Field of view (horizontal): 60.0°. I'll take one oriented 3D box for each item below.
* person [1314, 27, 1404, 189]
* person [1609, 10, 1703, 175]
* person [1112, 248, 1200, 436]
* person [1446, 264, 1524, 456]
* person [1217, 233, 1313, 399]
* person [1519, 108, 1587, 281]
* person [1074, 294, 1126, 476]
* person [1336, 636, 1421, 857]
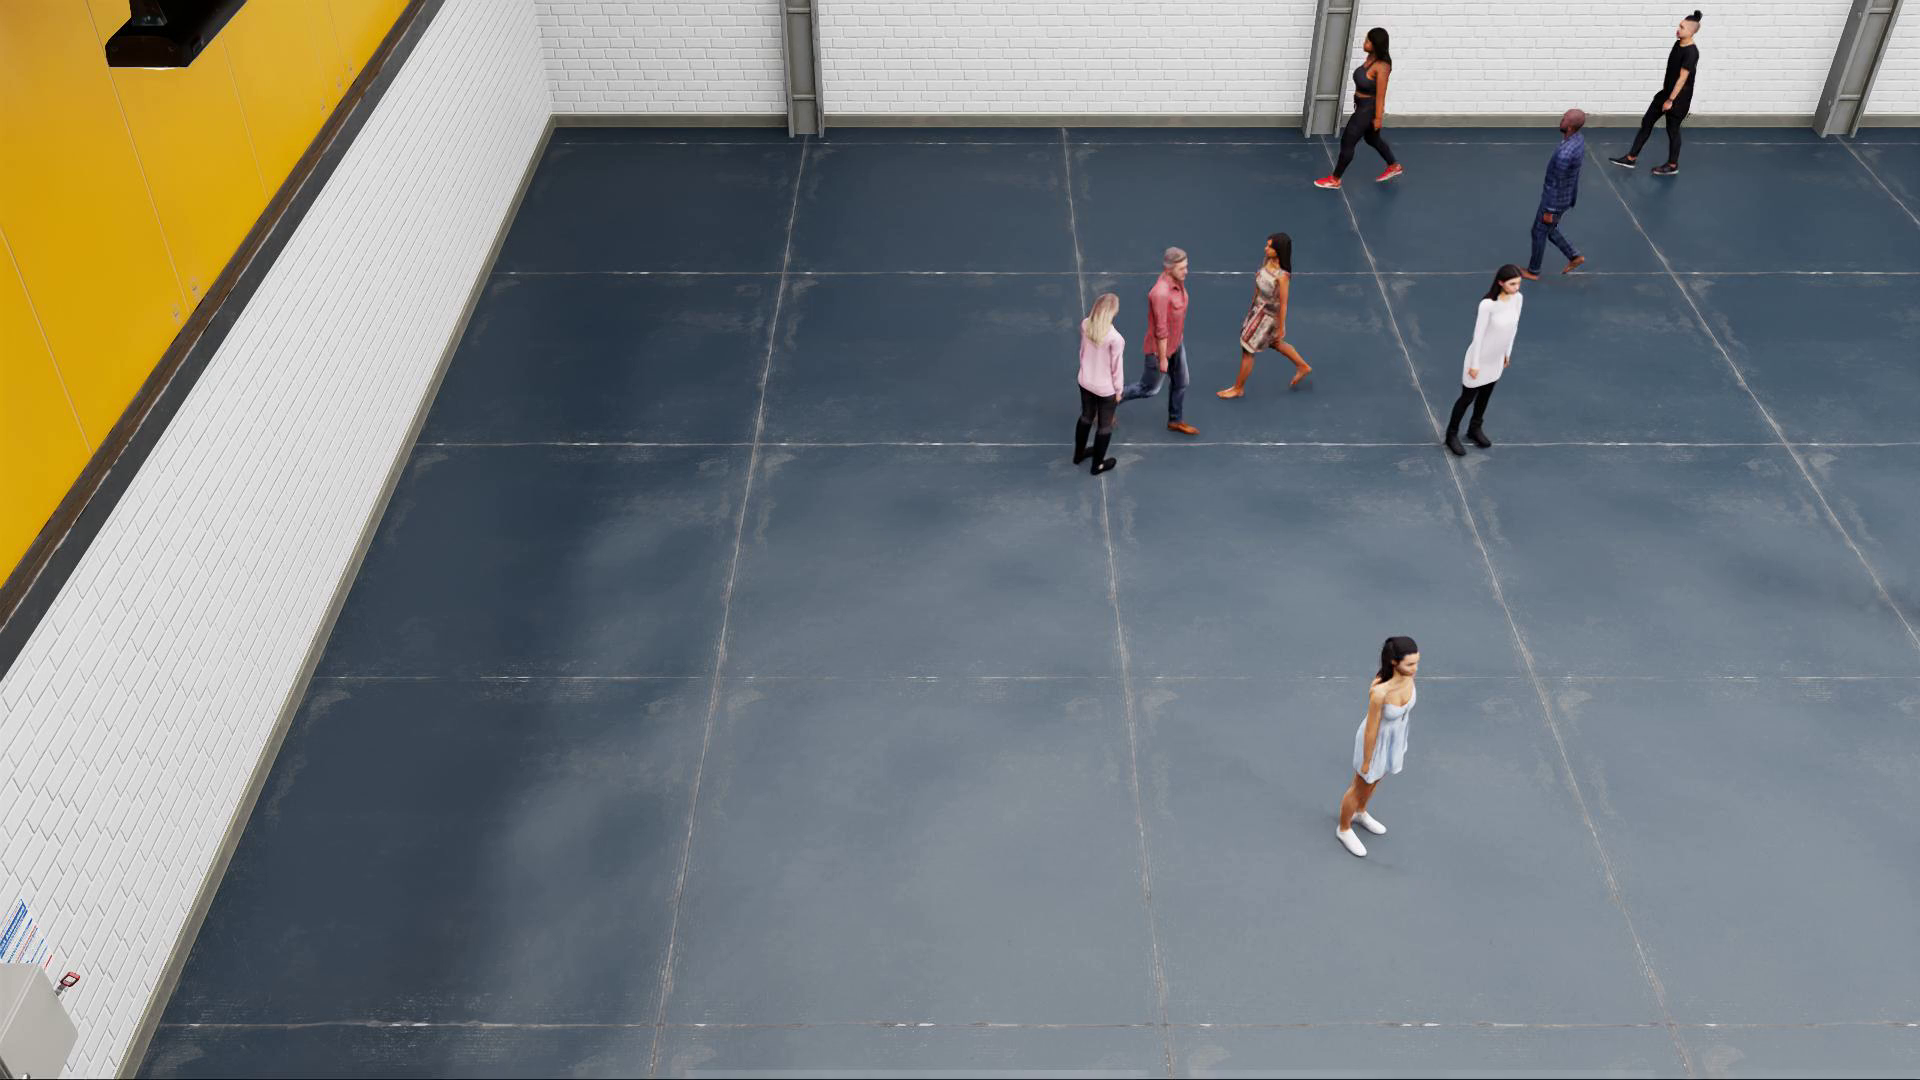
[{"bbox_3d":[4.457,-4.590,17.789,1.195,1.777,0.682,0,39,0],"label":"person"},{"bbox_3d":[7.829,-4.818,18.028,0.969,1.836,0.708,0,39,1],"label":"person"},{"bbox_3d":[1.628,-1.665,14.110,1.232,1.799,0.989,16,41,19],"label":"person"},{"bbox_3d":[4.411,-1.534,13.942,0.599,1.803,0.731,-16,41,-19],"label":"person"},{"bbox_3d":[2.800,-1.974,14.648,1.153,1.610,0.724,-5,39,-7],"label":"person"},{"bbox_3d":[5.885,-3.311,16.167,1.031,1.803,0.899,18,42,22],"label":"person"},{"bbox_3d":[1.138,-1.288,13.732,0.733,1.681,0.685,-28,47,-31],"label":"person"},{"bbox_3d":[2.653,1.262,10.500,0.723,1.729,0.667,31,48,33],"label":"person"}]
